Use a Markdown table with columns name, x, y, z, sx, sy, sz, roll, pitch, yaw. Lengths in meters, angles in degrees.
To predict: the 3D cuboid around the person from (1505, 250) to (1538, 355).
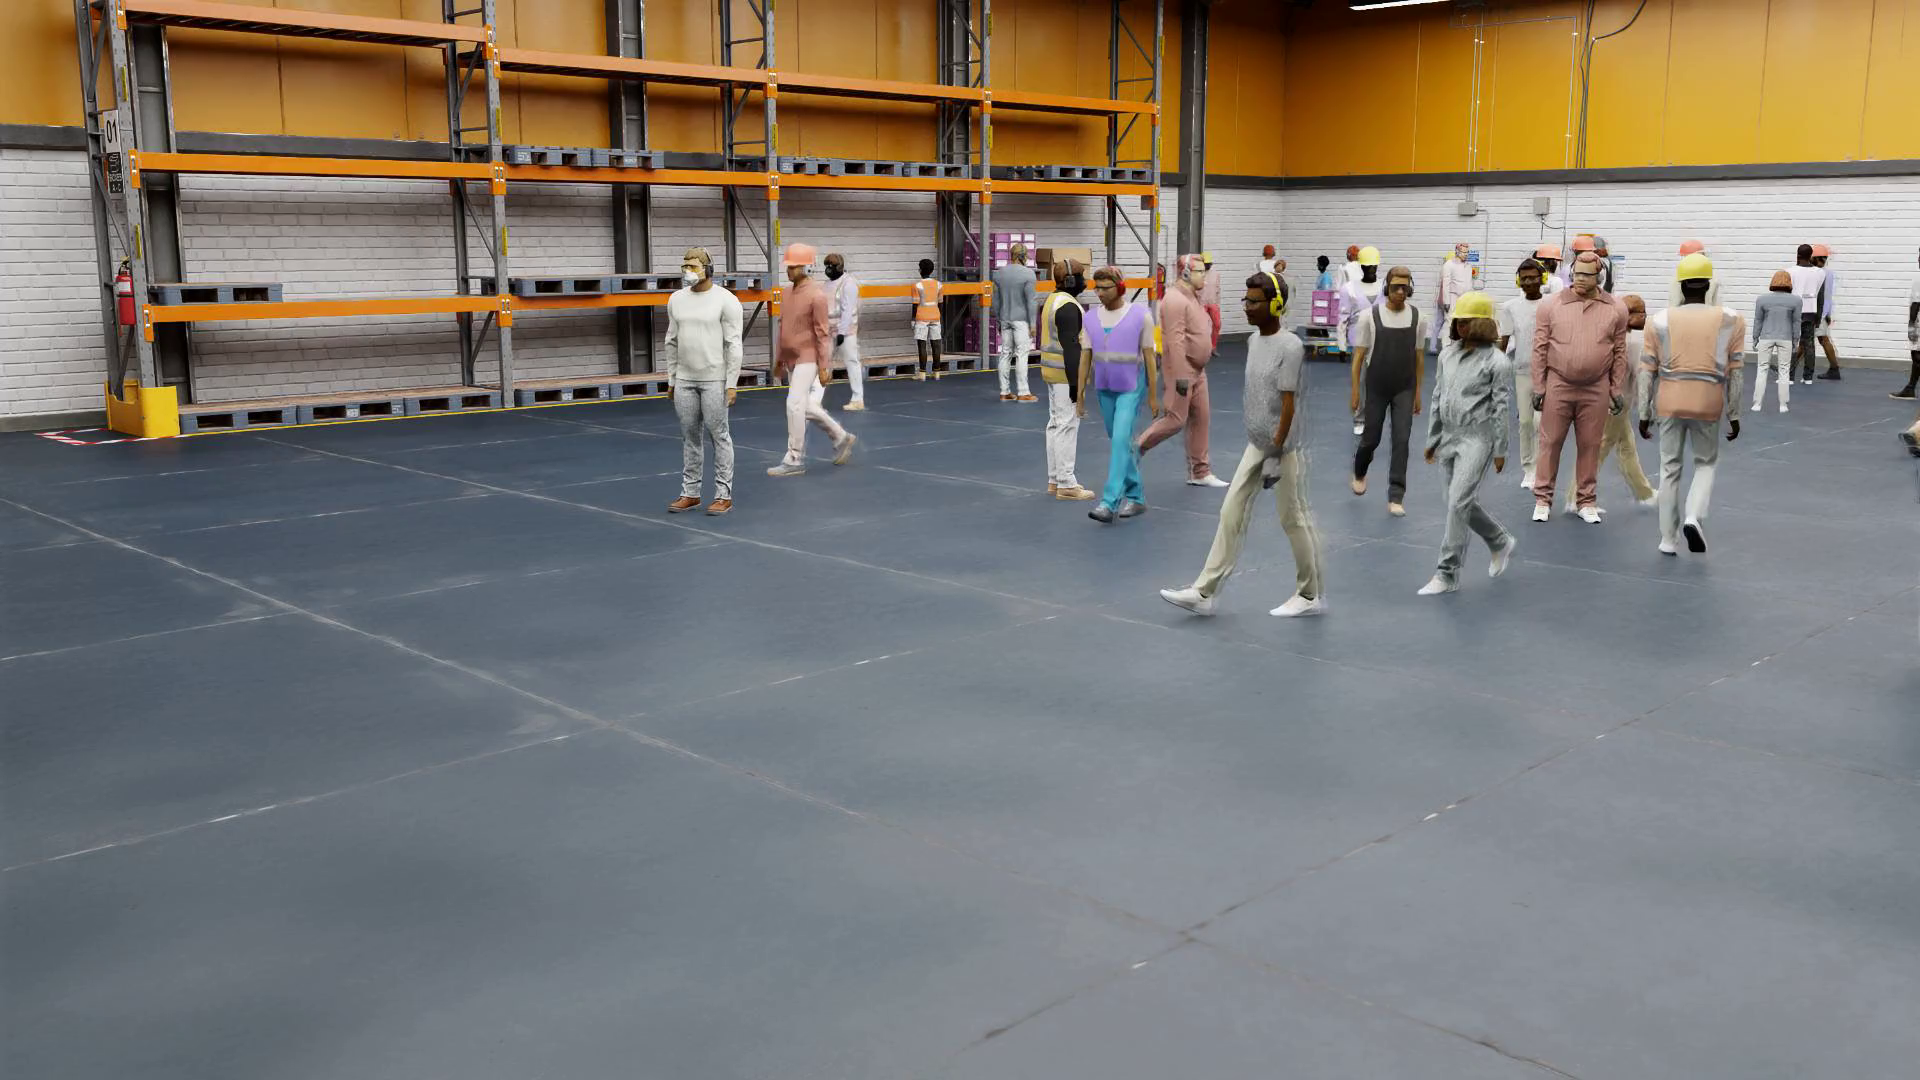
| name | x | y | z | sx | sy | sz | roll | pitch | yaw |
| --- | --- | --- | --- | --- | --- | --- | --- | --- | --- |
| person | 8.463 | -3.411 | 24.766 | 0.951 | 1.831 | 0.531 | 3 | 11 | 18 |

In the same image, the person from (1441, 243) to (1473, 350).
| name | x | y | z | sx | sy | sz | roll | pitch | yaw |
| --- | --- | --- | --- | --- | --- | --- | --- | --- | --- |
| person | 8.137 | -3.891 | 27.150 | 0.639 | 1.902 | 0.407 | -7 | 13 | -35 |

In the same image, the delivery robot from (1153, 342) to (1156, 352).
| name | x | y | z | sx | sy | sz | roll | pitch | yaw |
| --- | --- | --- | --- | --- | --- | --- | --- | --- | --- |
| delivery robot | 2.661 | -2.845 | 24.858 | 0.477 | 0.478 | 0.707 | 5 | 12 | 27 |

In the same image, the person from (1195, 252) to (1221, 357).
| name | x | y | z | sx | sy | sz | roll | pitch | yaw |
| --- | --- | --- | --- | --- | --- | --- | --- | --- | --- |
| person | 4.102 | -3.882 | 27.515 | 0.540 | 1.744 | 0.475 | -4 | 11 | -19 |

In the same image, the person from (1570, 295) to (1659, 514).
| name | x | y | z | sx | sy | sz | roll | pitch | yaw |
| --- | --- | --- | --- | --- | --- | --- | --- | --- | --- |
| person | 4.847 | -0.968 | 12.030 | 0.849 | 1.584 | 0.528 | 0 | 10 | -2 |

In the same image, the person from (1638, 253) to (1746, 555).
| name | x | y | z | sx | sy | sz | roll | pitch | yaw |
| --- | --- | --- | --- | --- | --- | --- | --- | --- | --- |
| person | 4.573 | -0.833 | 10.441 | 0.605 | 1.908 | 0.458 | 5 | 11 | 23 |

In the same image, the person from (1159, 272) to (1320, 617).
| name | x | y | z | sx | sy | sz | roll | pitch | yaw |
| --- | --- | --- | --- | --- | --- | --- | --- | --- | --- |
| person | 1.520 | -0.467 | 8.698 | 0.940 | 1.818 | 0.564 | -4 | 11 | -20 |

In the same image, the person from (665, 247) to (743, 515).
| name | x | y | z | sx | sy | sz | roll | pitch | yaw |
| --- | --- | --- | --- | --- | --- | --- | --- | --- | --- |
| person | -1.868 | -1.147 | 12.077 | 0.628 | 1.940 | 0.373 | 5 | 11 | 24 |

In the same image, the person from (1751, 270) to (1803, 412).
| name | x | y | z | sx | sy | sz | roll | pitch | yaw |
| --- | --- | --- | --- | --- | --- | --- | --- | --- | --- |
| person | 9.378 | -2.279 | 19.115 | 0.497 | 1.624 | 0.286 | 5 | 12 | 27 |

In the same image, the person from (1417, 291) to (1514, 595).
| name | x | y | z | sx | sy | sz | roll | pitch | yaw |
| --- | --- | --- | --- | --- | --- | --- | --- | --- | --- |
| person | 2.940 | -0.563 | 9.506 | 0.784 | 1.720 | 0.487 | -6 | 12 | -28 |

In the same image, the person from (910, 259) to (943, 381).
| name | x | y | z | sx | sy | sz | roll | pitch | yaw |
| --- | --- | --- | --- | --- | --- | --- | --- | --- | --- |
| person | -0.468 | -3.060 | 23.173 | 0.535 | 1.697 | 0.318 | -8 | 13 | -37 |

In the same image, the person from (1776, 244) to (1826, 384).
| name | x | y | z | sx | sy | sz | roll | pitch | yaw |
| --- | --- | --- | --- | --- | --- | --- | --- | --- | --- |
| person | 11.493 | -3.074 | 22.701 | 0.606 | 1.905 | 0.407 | -1 | 10 | -6 |

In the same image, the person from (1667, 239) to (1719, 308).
| name | x | y | z | sx | sy | sz | roll | pitch | yaw |
| --- | --- | --- | --- | --- | --- | --- | --- | --- | --- |
| person | 7.761 | -2.207 | 17.724 | 0.638 | 1.983 | 0.440 | -3 | 11 | -18 |

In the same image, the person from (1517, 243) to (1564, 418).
| name | x | y | z | sx | sy | sz | roll | pitch | yaw |
| --- | --- | --- | --- | --- | --- | --- | --- | --- | --- |
| person | 6.400 | -2.281 | 18.271 | 0.376 | 1.932 | 0.551 | -6 | 12 | -31 |

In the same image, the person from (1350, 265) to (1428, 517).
| name | x | y | z | sx | sy | sz | roll | pitch | yaw |
| --- | --- | --- | --- | --- | --- | --- | --- | --- | --- |
| person | 3.122 | -1.112 | 12.234 | 0.522 | 1.819 | 0.782 | 0 | 10 | 1 |

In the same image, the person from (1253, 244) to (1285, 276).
| name | x | y | z | sx | sy | sz | roll | pitch | yaw |
| --- | --- | --- | --- | --- | --- | --- | --- | --- | --- |
| person | 5.612 | -4.441 | 30.273 | 0.598 | 1.870 | 0.685 | 3 | 11 | 18 |

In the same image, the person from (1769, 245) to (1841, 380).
| name | x | y | z | sx | sy | sz | roll | pitch | yaw |
| --- | --- | --- | --- | --- | --- | --- | --- | --- | --- |
| person | 12.048 | -3.216 | 23.504 | 0.978 | 1.882 | 0.567 | 9 | 14 | 41 |

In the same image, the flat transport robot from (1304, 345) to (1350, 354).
| name | x | y | z | sx | sy | sz | roll | pitch | yaw |
| --- | --- | --- | --- | --- | --- | --- | --- | --- | --- |
| flat transport robot | 6.446 | -3.247 | 28.078 | 1.431 | 0.197 | 0.652 | 2 | 11 | 11 |

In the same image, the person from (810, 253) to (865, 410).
| name | x | y | z | sx | sy | sz | roll | pitch | yaw |
| --- | --- | --- | --- | --- | --- | --- | --- | --- | --- |
| person | -1.477 | -2.369 | 19.106 | 0.882 | 1.805 | 0.638 | -9 | 14 | -40 |

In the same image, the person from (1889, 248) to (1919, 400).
| name | x | y | z | sx | sy | sz | roll | pitch | yaw |
| --- | --- | --- | --- | --- | --- | --- | --- | --- | --- |
| person | 11.822 | -2.645 | 20.231 | 0.604 | 1.945 | 0.814 | -6 | 12 | -29 |

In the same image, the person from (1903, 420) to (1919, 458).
| name | x | y | z | sx | sy | sz | roll | pitch | yaw |
| --- | --- | --- | --- | --- | --- | --- | --- | --- | --- |
| person | 9.058 | -1.716 | 15.002 | 0.908 | 2.013 | 0.609 | -3 | 11 | -15 |

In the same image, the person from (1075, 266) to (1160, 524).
| name | x | y | z | sx | sy | sz | roll | pitch | yaw |
| --- | --- | --- | --- | --- | --- | --- | --- | --- | --- |
| person | 1.055 | -1.014 | 11.723 | 0.589 | 1.795 | 0.922 | 8 | 13 | 39 |

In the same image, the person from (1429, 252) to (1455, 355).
| name | x | y | z | sx | sy | sz | roll | pitch | yaw |
| --- | --- | --- | --- | --- | --- | --- | --- | --- | --- |
| person | 8.279 | -3.950 | 27.914 | 0.777 | 1.738 | 0.534 | 1 | 10 | 5 |

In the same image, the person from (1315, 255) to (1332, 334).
| name | x | y | z | sx | sy | sz | roll | pitch | yaw |
| --- | --- | --- | --- | --- | --- | --- | --- | --- | --- |
| person | 6.564 | -4.253 | 29.763 | 0.443 | 1.666 | 0.597 | 1 | 10 | 6 |

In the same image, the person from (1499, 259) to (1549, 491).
| name | x | y | z | sx | sy | sz | roll | pitch | yaw |
| --- | --- | --- | --- | --- | --- | --- | --- | --- | --- |
| person | 4.549 | -1.301 | 13.197 | 0.561 | 1.835 | 0.596 | 6 | 12 | 28 |

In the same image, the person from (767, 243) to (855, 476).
| name | x | y | z | sx | sy | sz | roll | pitch | yaw |
| --- | --- | --- | --- | --- | --- | --- | --- | --- | --- |
| person | -1.275 | -1.544 | 14.192 | 0.886 | 1.965 | 0.624 | -7 | 12 | -34 |

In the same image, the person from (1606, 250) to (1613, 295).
| name | x | y | z | sx | sy | sz | roll | pitch | yaw |
| --- | --- | --- | --- | --- | --- | --- | --- | --- | --- |
| person | 9.974 | -3.645 | 25.990 | 0.586 | 1.833 | 0.403 | -4 | 11 | -21 |

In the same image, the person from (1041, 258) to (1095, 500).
| name | x | y | z | sx | sy | sz | roll | pitch | yaw |
| --- | --- | --- | --- | --- | --- | --- | --- | --- | --- |
| person | 0.841 | -1.236 | 12.824 | 0.429 | 1.846 | 0.625 | -2 | 11 | -9 |

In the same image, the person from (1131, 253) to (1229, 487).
| name | x | y | z | sx | sy | sz | roll | pitch | yaw |
| --- | --- | --- | --- | --- | --- | --- | --- | --- | --- |
| person | 1.751 | -1.357 | 13.383 | 0.795 | 1.884 | 0.644 | 5 | 12 | 27 |

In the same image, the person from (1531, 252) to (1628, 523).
| name | x | y | z | sx | sy | sz | roll | pitch | yaw |
| --- | --- | --- | --- | --- | --- | --- | --- | --- | --- |
| person | 4.353 | -1.063 | 11.720 | 0.638 | 1.904 | 0.402 | 2 | 11 | 11 |

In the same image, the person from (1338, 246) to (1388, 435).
| name | x | y | z | sx | sy | sz | roll | pitch | yaw |
| --- | --- | --- | --- | --- | --- | --- | --- | --- | --- |
| person | 4.125 | -2.005 | 16.835 | 0.608 | 1.908 | 0.426 | 0 | 10 | 1 |

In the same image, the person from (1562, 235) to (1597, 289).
| name | x | y | z | sx | sy | sz | roll | pitch | yaw |
| --- | --- | --- | --- | --- | --- | --- | --- | --- | --- |
| person | 8.261 | -3.072 | 22.360 | 0.615 | 2.022 | 0.752 | -9 | 14 | -39 |

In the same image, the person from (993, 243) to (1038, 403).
| name | x | y | z | sx | sy | sz | roll | pitch | yaw |
| --- | --- | --- | --- | --- | --- | --- | --- | --- | --- |
| person | 0.678 | -2.629 | 20.184 | 0.629 | 1.931 | 0.371 | 9 | 14 | 40 |

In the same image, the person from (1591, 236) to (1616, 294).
| name | x | y | z | sx | sy | sz | roll | pitch | yaw |
| --- | --- | --- | --- | --- | --- | --- | --- | --- | --- |
| person | 9.595 | -3.564 | 24.977 | 0.688 | 2.000 | 0.853 | -9 | 14 | -40 |

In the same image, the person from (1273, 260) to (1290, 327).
| name | x | y | z | sx | sy | sz | roll | pitch | yaw |
| --- | --- | --- | --- | --- | --- | --- | --- | --- | --- |
| person | 5.492 | -4.068 | 28.911 | 0.336 | 1.603 | 0.658 | -5 | 12 | -26 |

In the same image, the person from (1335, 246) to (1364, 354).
| name | x | y | z | sx | sy | sz | roll | pitch | yaw |
| --- | --- | --- | --- | --- | --- | --- | --- | --- | --- |
| person | 6.736 | -4.133 | 28.645 | 0.608 | 1.830 | 0.987 | -1 | 10 | -4 |
